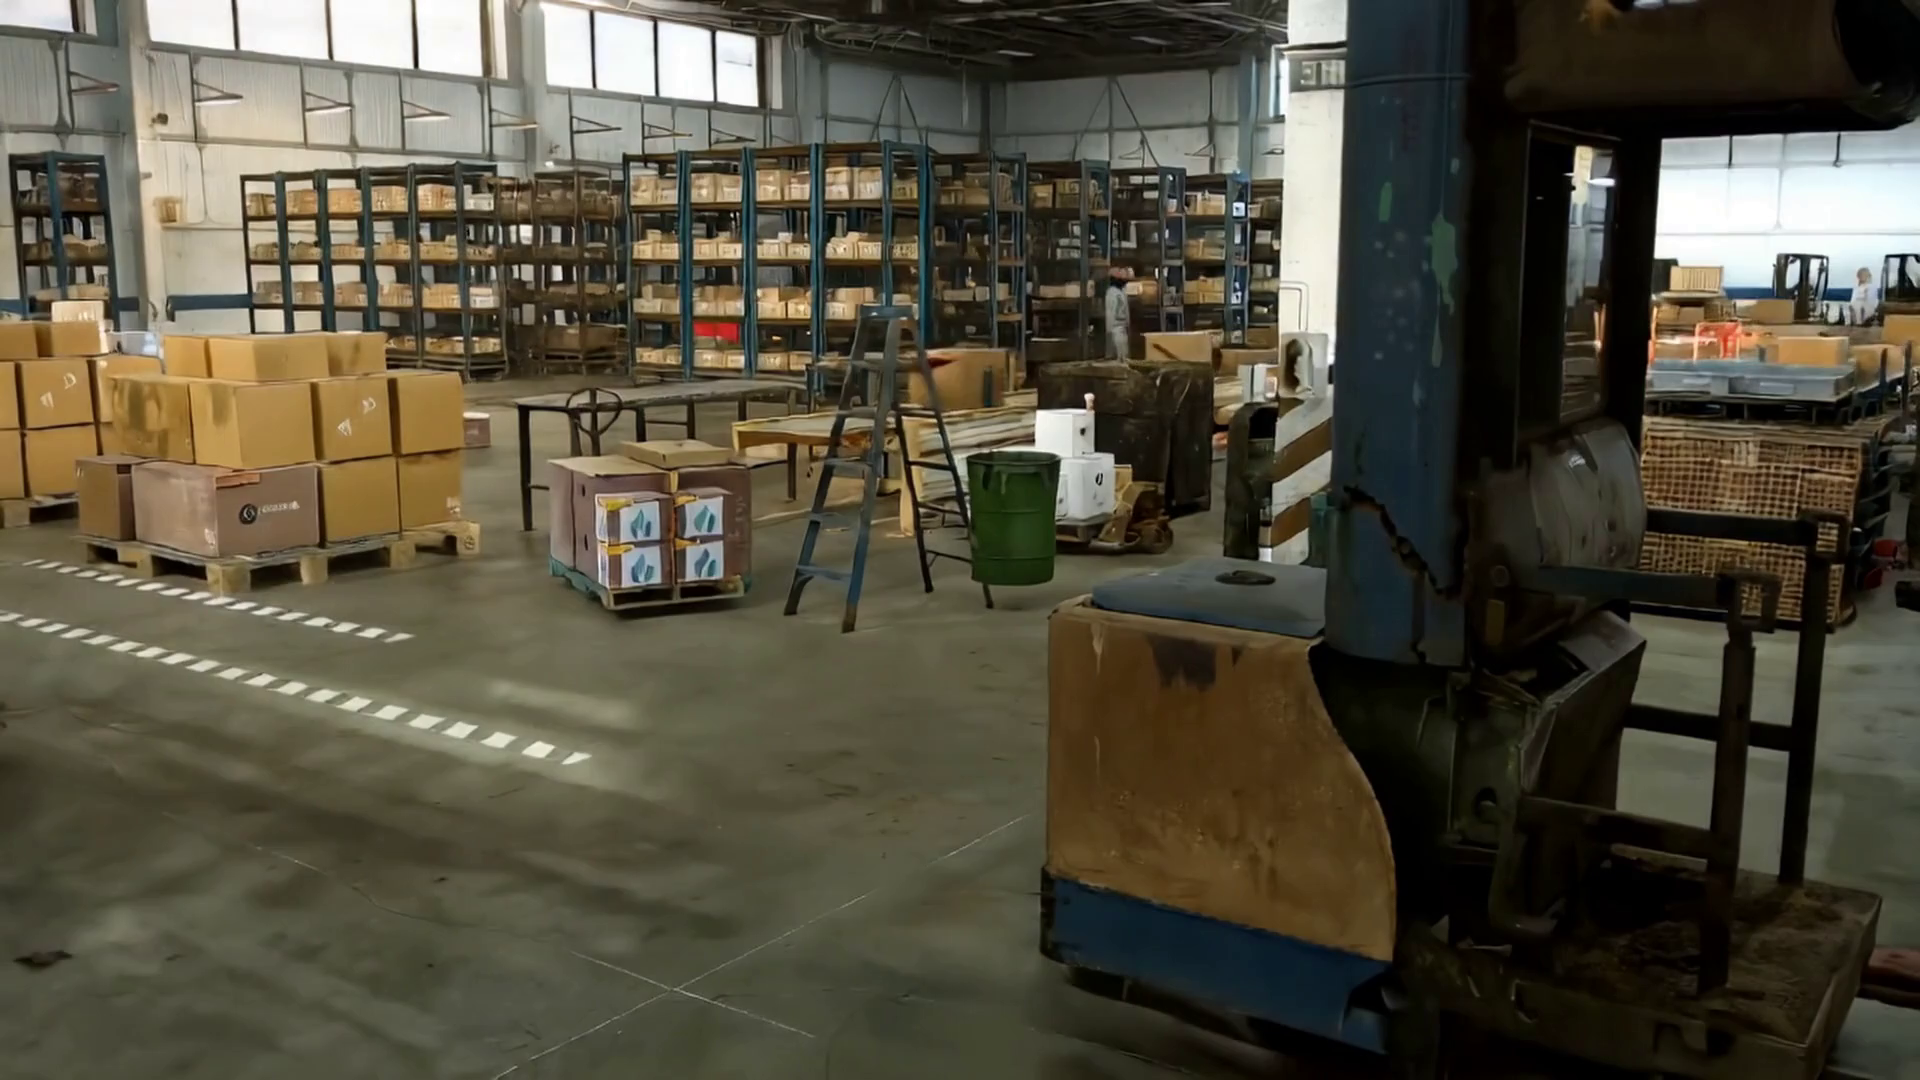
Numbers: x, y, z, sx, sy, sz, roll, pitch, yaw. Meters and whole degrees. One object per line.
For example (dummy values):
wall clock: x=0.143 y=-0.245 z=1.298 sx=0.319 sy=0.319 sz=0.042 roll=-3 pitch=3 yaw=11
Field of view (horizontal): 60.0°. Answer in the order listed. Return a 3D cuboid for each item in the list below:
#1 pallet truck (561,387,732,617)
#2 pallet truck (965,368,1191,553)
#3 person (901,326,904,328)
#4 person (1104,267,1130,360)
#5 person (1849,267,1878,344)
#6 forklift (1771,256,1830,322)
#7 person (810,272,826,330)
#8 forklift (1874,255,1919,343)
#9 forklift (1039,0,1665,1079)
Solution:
pallet truck: x=-1.981 y=-0.274 z=10.088 sx=0.680 sy=1.201 sz=1.601 roll=-5 pitch=11 yaw=-28
pallet truck: x=0.845 y=-0.609 z=11.869 sx=1.630 sy=1.274 sz=0.653 roll=7 pitch=12 yaw=35
person: x=-1.373 y=-4.966 z=36.187 sx=0.563 sy=1.847 sz=0.388 roll=-3 pitch=10 yaw=-15
person: x=2.370 y=-3.221 z=25.564 sx=0.589 sy=1.930 sz=0.611 roll=5 pitch=11 yaw=27
person: x=17.535 y=-4.356 z=32.402 sx=0.406 sy=1.901 sz=0.639 roll=0 pitch=10 yaw=-2
forklift: x=20.253 y=-5.854 z=40.139 sx=1.157 sy=1.987 sz=2.680 roll=7 pitch=12 yaw=35
person: x=-2.756 y=-4.454 z=33.249 sx=0.631 sy=1.806 sz=0.721 roll=5 pitch=11 yaw=26
forklift: x=22.089 y=-5.634 z=38.796 sx=1.157 sy=1.987 sz=2.680 roll=6 pitch=11 yaw=33
forklift: x=1.249 y=-0.137 z=4.360 sx=1.873 sy=2.768 sz=1.129 roll=7 pitch=12 yaw=35
